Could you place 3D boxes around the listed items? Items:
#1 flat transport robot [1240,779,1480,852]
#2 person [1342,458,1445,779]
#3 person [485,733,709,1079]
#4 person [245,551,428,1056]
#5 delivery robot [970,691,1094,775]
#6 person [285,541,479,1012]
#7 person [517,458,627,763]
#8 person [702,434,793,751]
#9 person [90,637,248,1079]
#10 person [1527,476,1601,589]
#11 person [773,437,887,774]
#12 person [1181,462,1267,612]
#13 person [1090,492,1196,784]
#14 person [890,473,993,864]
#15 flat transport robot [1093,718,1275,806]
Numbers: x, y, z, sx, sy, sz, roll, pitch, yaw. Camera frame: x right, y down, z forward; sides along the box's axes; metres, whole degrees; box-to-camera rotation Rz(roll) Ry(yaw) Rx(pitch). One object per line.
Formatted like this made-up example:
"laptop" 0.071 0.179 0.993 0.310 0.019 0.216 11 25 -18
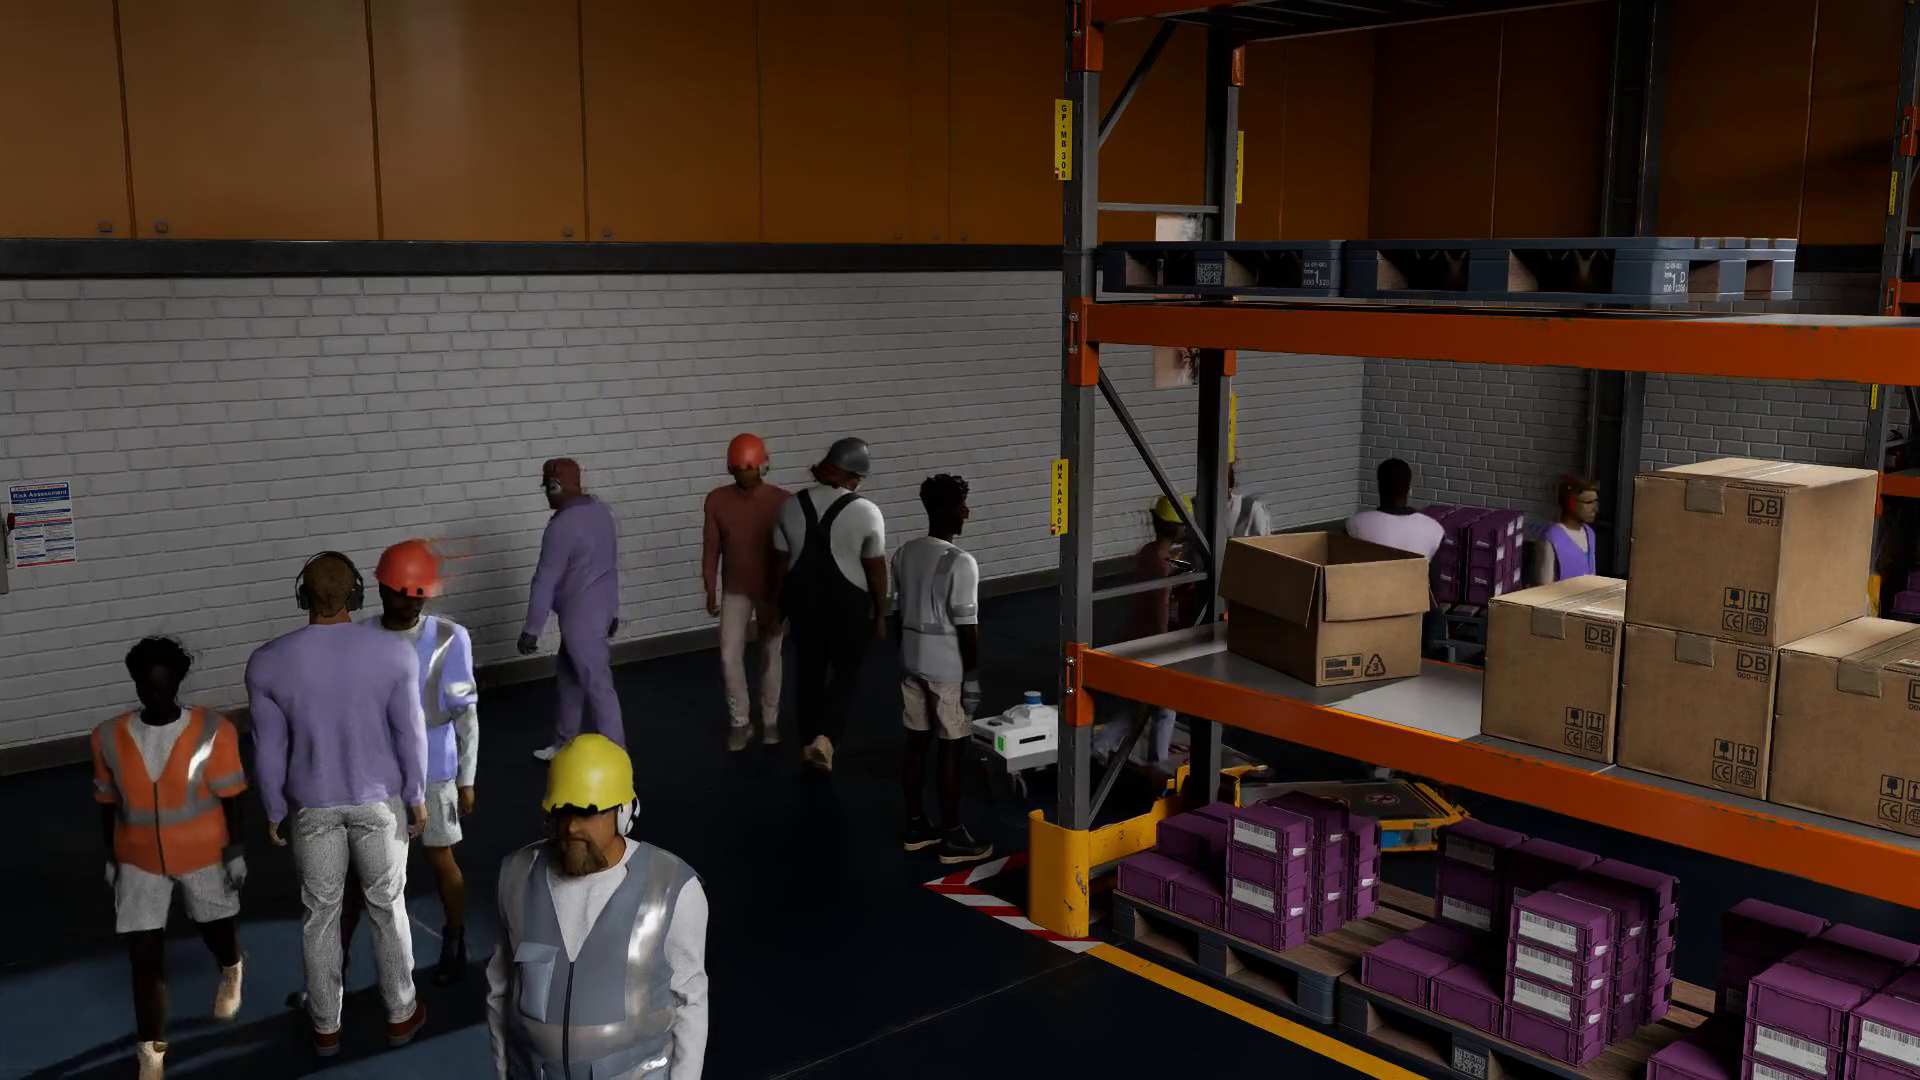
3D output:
"flat transport robot" 1.974 1.441 8.617 1.431 0.197 0.652 -1 10 -6
"person" 2.439 0.493 9.448 0.647 1.888 0.677 -1 10 -3
"person" -0.950 1.393 4.324 0.587 1.837 0.404 1 10 7
"person" -2.341 0.999 6.329 0.627 1.941 0.370 -3 10 -15
"delivery robot" 0.411 1.106 9.475 0.707 0.478 0.477 -6 12 -33
"person" -2.316 0.952 6.714 0.743 1.899 0.756 0 10 0
"person" -2.290 0.457 9.672 0.801 1.865 0.681 2 10 9
"person" -1.264 0.320 10.215 0.650 1.960 0.611 0 10 0
"person" -2.938 1.152 6.255 0.540 1.670 0.831 -2 10 -12
"person" 3.514 0.522 9.532 0.977 1.791 0.589 8 13 39
"person" -0.779 0.363 9.755 0.728 2.000 0.716 4 10 20
"person" 1.725 0.320 10.684 0.607 1.827 0.953 8 13 40
"person" 1.034 0.591 9.289 0.577 1.741 0.550 -2 10 -10
"person" -0.105 0.635 8.376 0.371 1.966 0.608 -8 12 -39
"flat transport robot" 1.170 1.273 9.598 0.652 0.197 1.431 -4 11 -24
